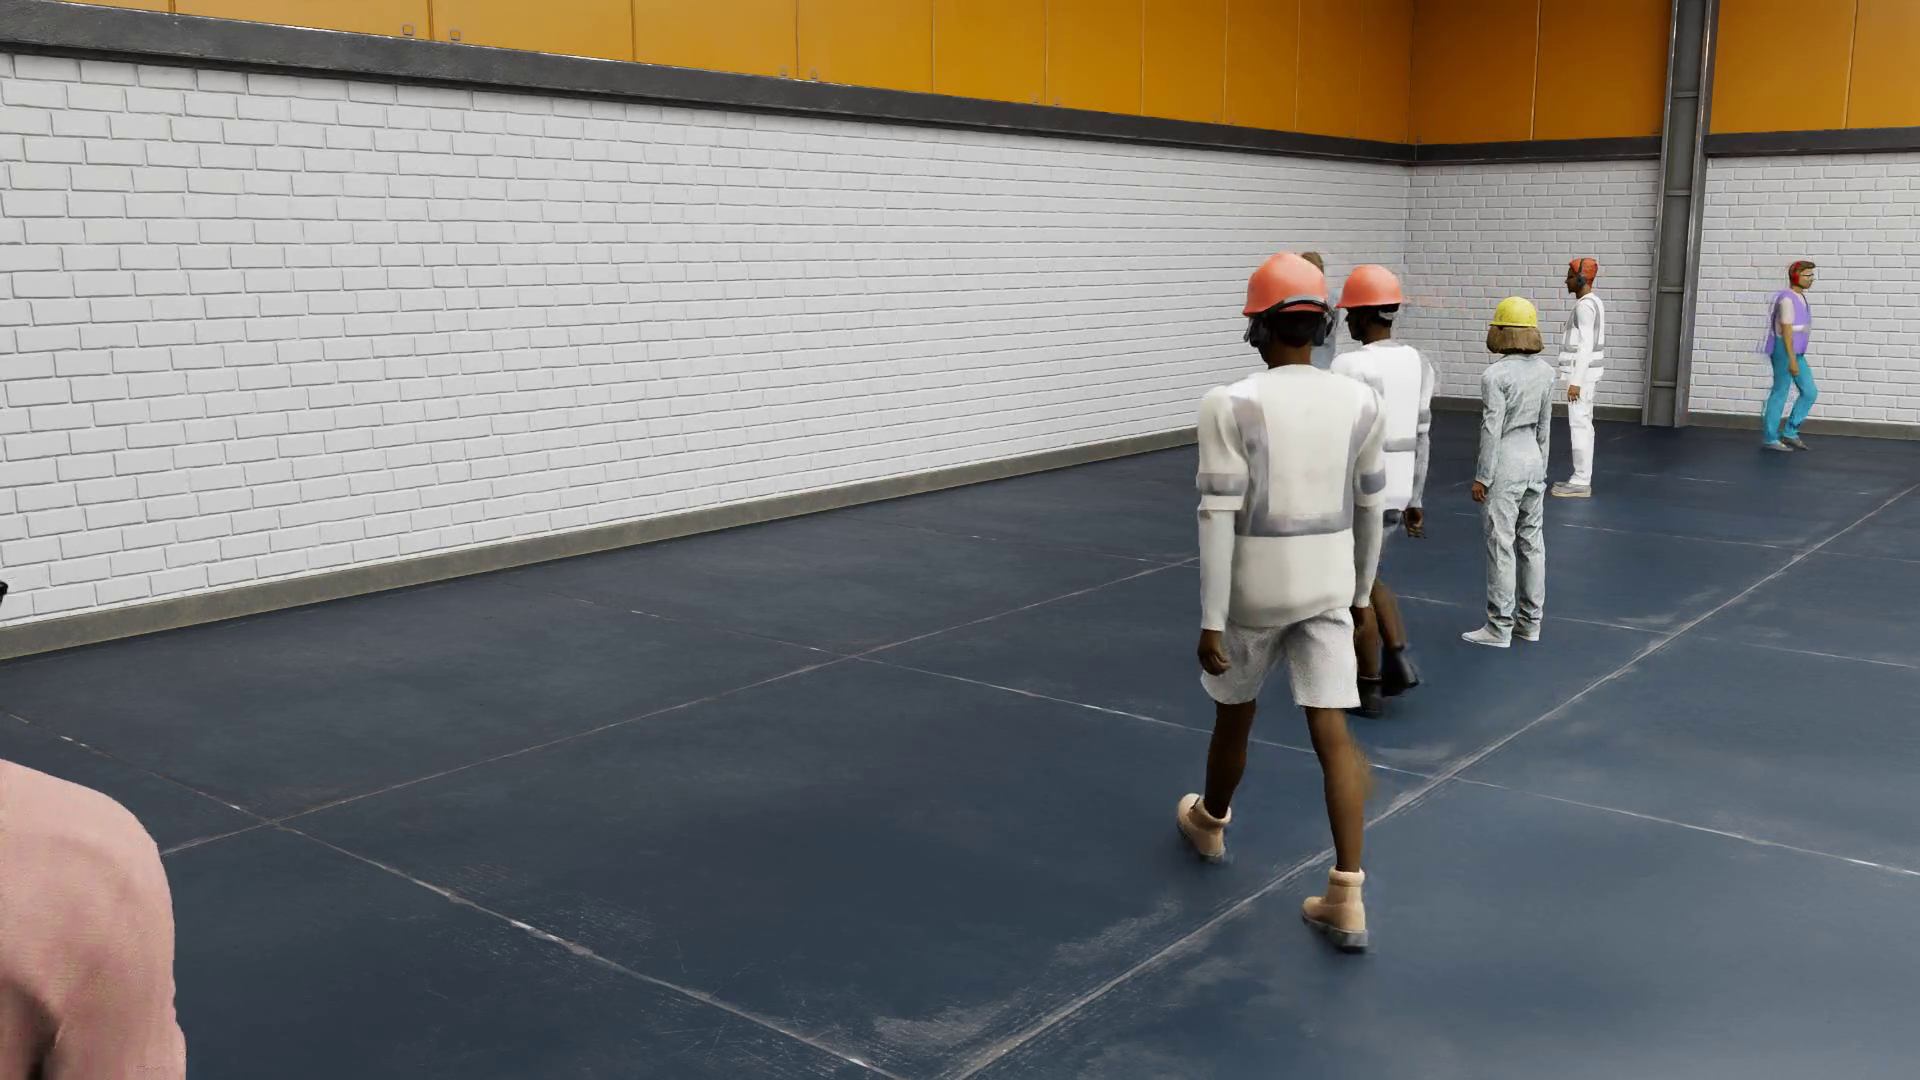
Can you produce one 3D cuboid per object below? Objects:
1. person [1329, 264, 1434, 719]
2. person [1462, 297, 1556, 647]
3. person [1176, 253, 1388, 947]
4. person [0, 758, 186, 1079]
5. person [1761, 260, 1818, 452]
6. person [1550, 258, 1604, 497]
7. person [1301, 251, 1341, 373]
[{"bbox_3d":[1.725,-0.196,7.066,0.553,1.922,0.419,-9,13,-40],"label":"person"},{"bbox_3d":[2.743,-0.338,8.329,0.492,1.742,0.320,-6,12,-32],"label":"person"},{"bbox_3d":[0.981,0.140,5.016,0.639,1.982,1.081,-3,11,-14],"label":"person"},{"bbox_3d":[-1.007,0.842,1.410,0.712,1.877,0.628,0,10,-1],"label":"person"},{"bbox_3d":[7.948,-1.729,15.795,0.574,1.822,0.577,10,14,43],"label":"person"},{"bbox_3d":[4.905,-1.281,13.159,0.337,1.882,0.585,5,11,25],"label":"person"},{"bbox_3d":[2.800,-1.331,13.294,0.366,1.936,0.630,9,13,40],"label":"person"}]
